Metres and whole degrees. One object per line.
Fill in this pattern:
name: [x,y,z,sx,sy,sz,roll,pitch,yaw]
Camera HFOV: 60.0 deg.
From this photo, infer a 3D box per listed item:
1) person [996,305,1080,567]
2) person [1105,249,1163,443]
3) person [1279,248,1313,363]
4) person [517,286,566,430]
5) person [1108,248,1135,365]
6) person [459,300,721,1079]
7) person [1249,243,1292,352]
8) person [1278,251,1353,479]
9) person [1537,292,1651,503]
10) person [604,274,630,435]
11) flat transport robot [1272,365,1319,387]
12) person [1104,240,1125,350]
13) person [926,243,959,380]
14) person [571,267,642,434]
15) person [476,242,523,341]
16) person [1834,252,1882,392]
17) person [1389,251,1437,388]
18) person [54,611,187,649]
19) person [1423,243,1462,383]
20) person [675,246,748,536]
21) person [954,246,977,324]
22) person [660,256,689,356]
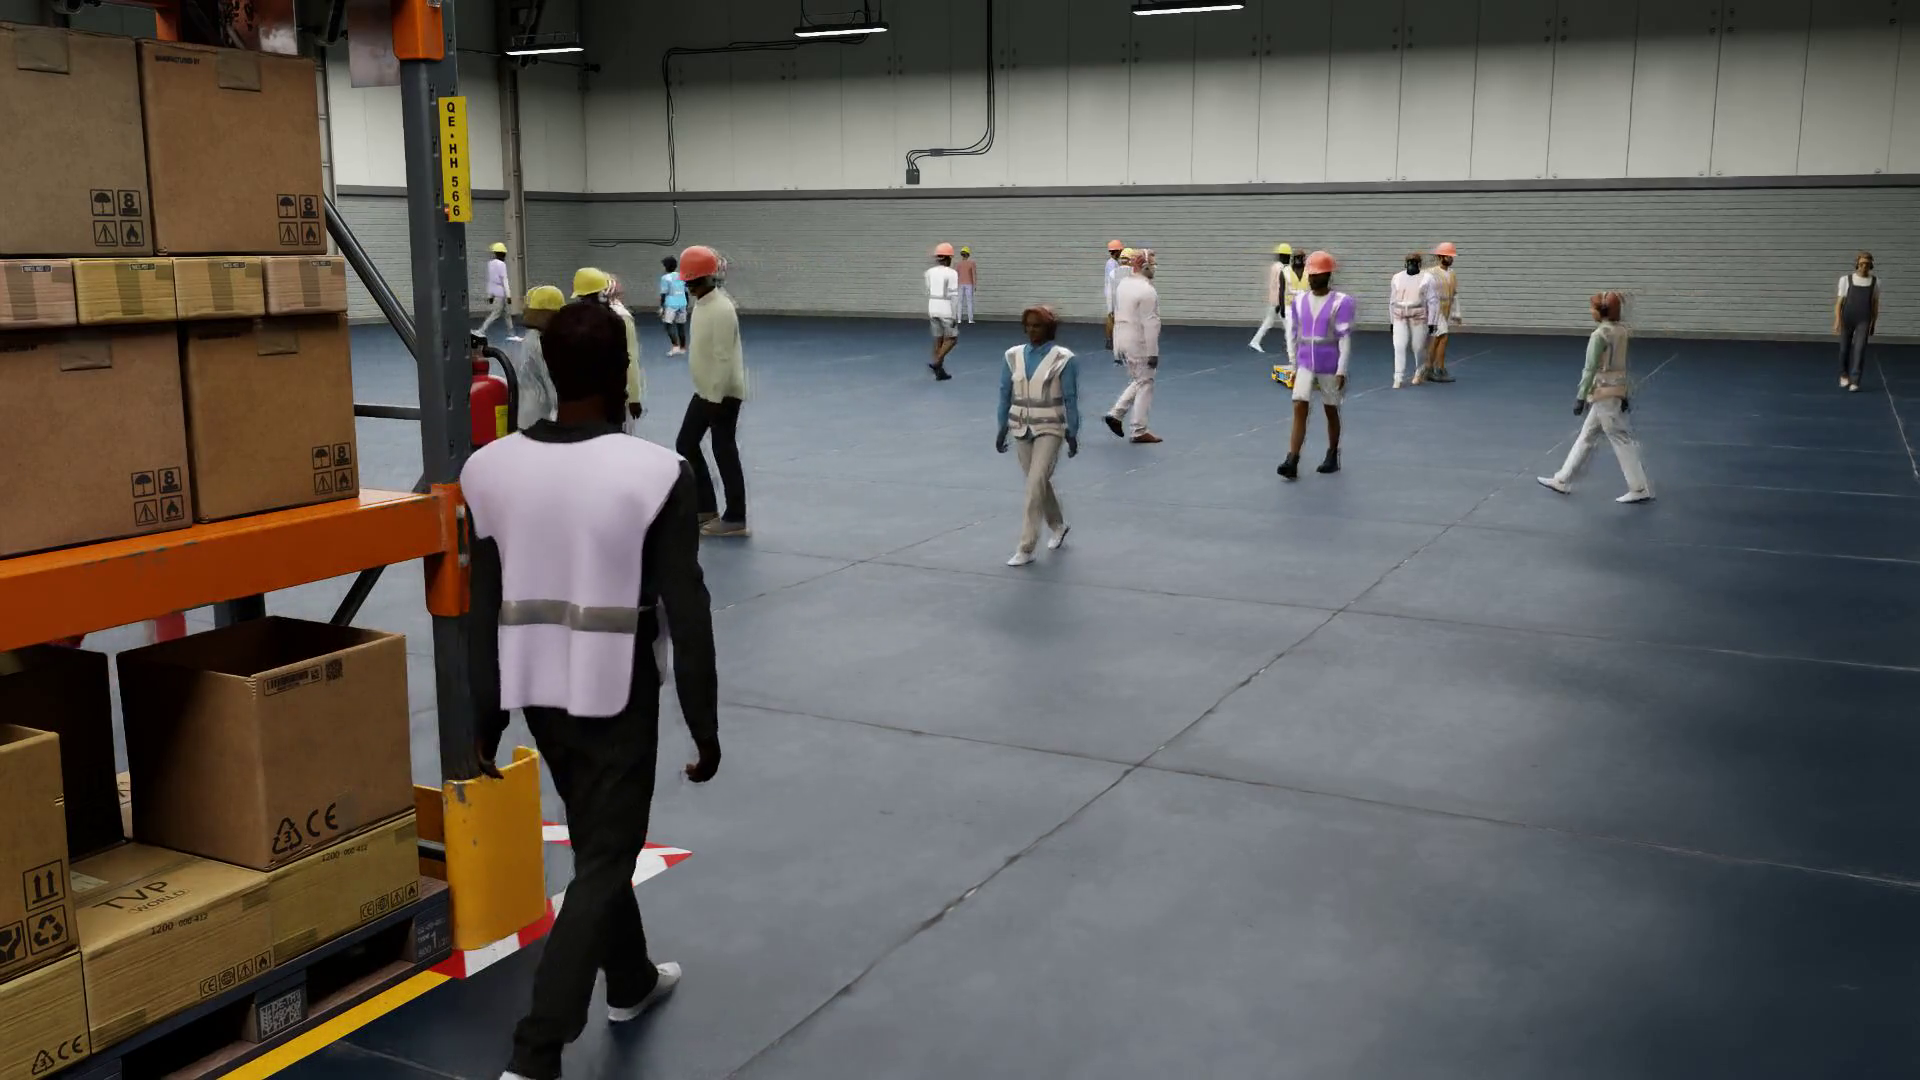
person: [0.510,-0.680,10.455,0.521,1.604,0.851,7,12,33]
person: [1.746,-1.880,16.209,0.466,1.888,0.664,-3,11,-18]
person: [5.402,-3.746,26.582,0.634,1.818,0.722,1,10,5]
person: [-2.559,-0.740,10.495,0.871,1.699,0.497,-3,11,-17]
person: [2.594,-3.621,25.888,0.588,1.822,0.403,6,12,31]
person: [-0.890,0.382,3.916,0.605,1.884,0.957,3,11,18]
person: [5.480,-4.163,28.664,0.950,1.891,0.586,-1,10,-5]
person: [2.988,-1.457,13.913,0.567,1.882,0.978,7,13,34]
person: [4.892,-1.086,12.689,0.913,1.585,0.530,8,13,39]
person: [-3.483,-1.854,16.750,0.311,1.639,0.512,-3,11,-15]
flat transport robot: [4.671,-2.230,22.531,0.652,0.197,1.431,0,10,1]
person: [2.740,-4.348,29.521,0.349,1.942,0.545,1,10,6]
person: [-0.256,-3.161,23.135,0.541,1.922,0.518,8,13,36]
person: [-2.455,-1.021,11.777,0.553,1.796,0.632,-8,13,-37]
person: [-8.826,-4.716,31.688,0.932,1.899,0.594,-7,13,-34]
person: [11.721,-2.856,21.752,0.514,1.822,0.871,5,12,26]
person: [6.063,-2.938,22.247,0.633,1.830,0.831,6,12,29]
person: [-3.579,-0.116,7.022,0.839,1.738,0.534,5,12,26]
person: [6.690,-3.107,22.814,0.561,1.910,0.745,-9,14,-40]
person: [-1.681,-0.969,11.080,0.588,1.950,0.645,-5,12,-25]
person: [0.119,-5.823,38.048,0.533,1.767,0.327,2,11,12]
person: [-4.752,-3.909,27.907,0.382,1.687,0.590,9,14,40]
